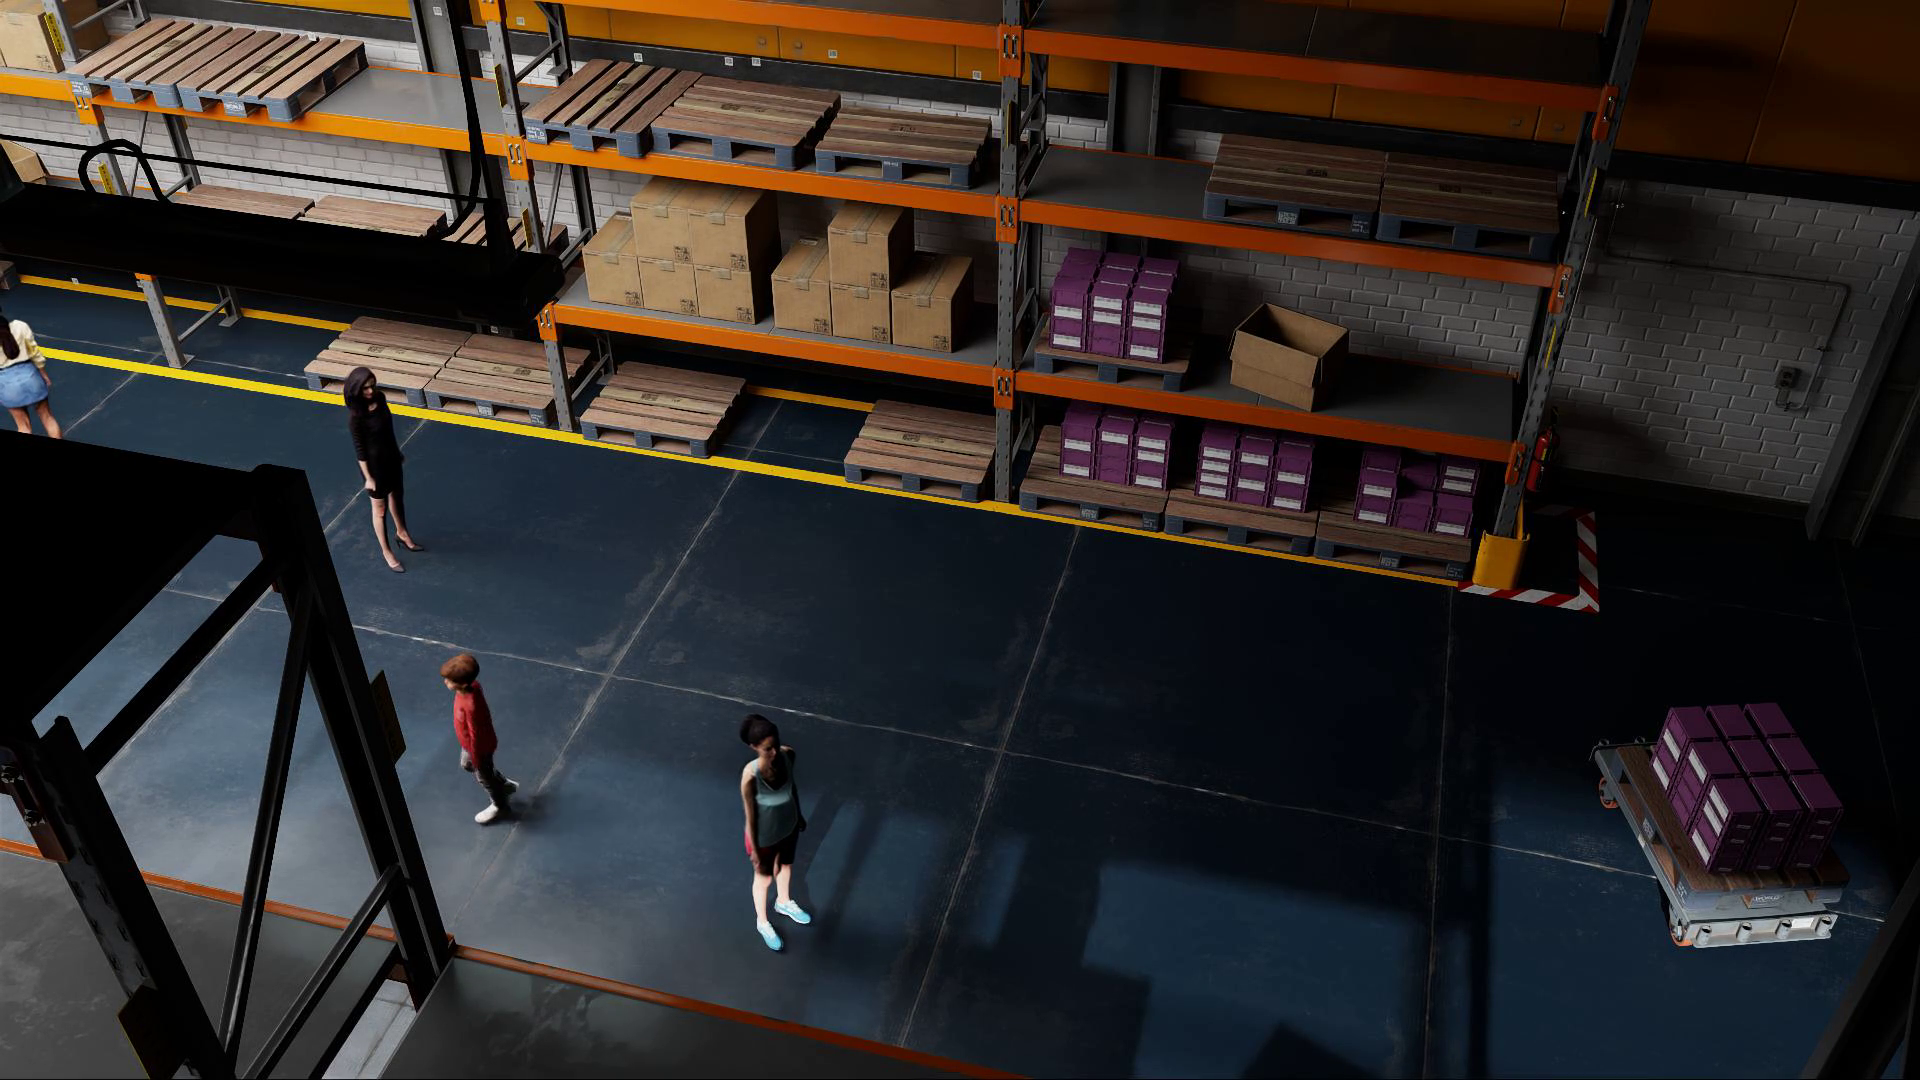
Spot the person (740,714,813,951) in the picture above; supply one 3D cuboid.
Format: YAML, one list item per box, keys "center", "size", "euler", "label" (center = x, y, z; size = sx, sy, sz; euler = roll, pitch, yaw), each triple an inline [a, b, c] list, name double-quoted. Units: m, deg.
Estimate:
- center: [-1.118, 1.741, 10.007]
  size: [0.697, 1.764, 0.676]
  euler: [29, 47, 31]
  label: "person"

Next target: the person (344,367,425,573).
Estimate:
- center: [-4.471, -0.568, 12.867]
  size: [0.515, 1.804, 0.603]
  euler: [12, 40, 14]
  label: "person"

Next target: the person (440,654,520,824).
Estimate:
- center: [-3.087, 1.279, 10.870]
  size: [0.693, 1.409, 0.641]
  euler: [-14, 41, -17]
  label: "person"

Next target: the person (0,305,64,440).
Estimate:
- center: [-7.887, -1.320, 13.946]
  size: [0.718, 1.632, 0.737]
  euler: [-28, 46, -30]
  label: "person"
